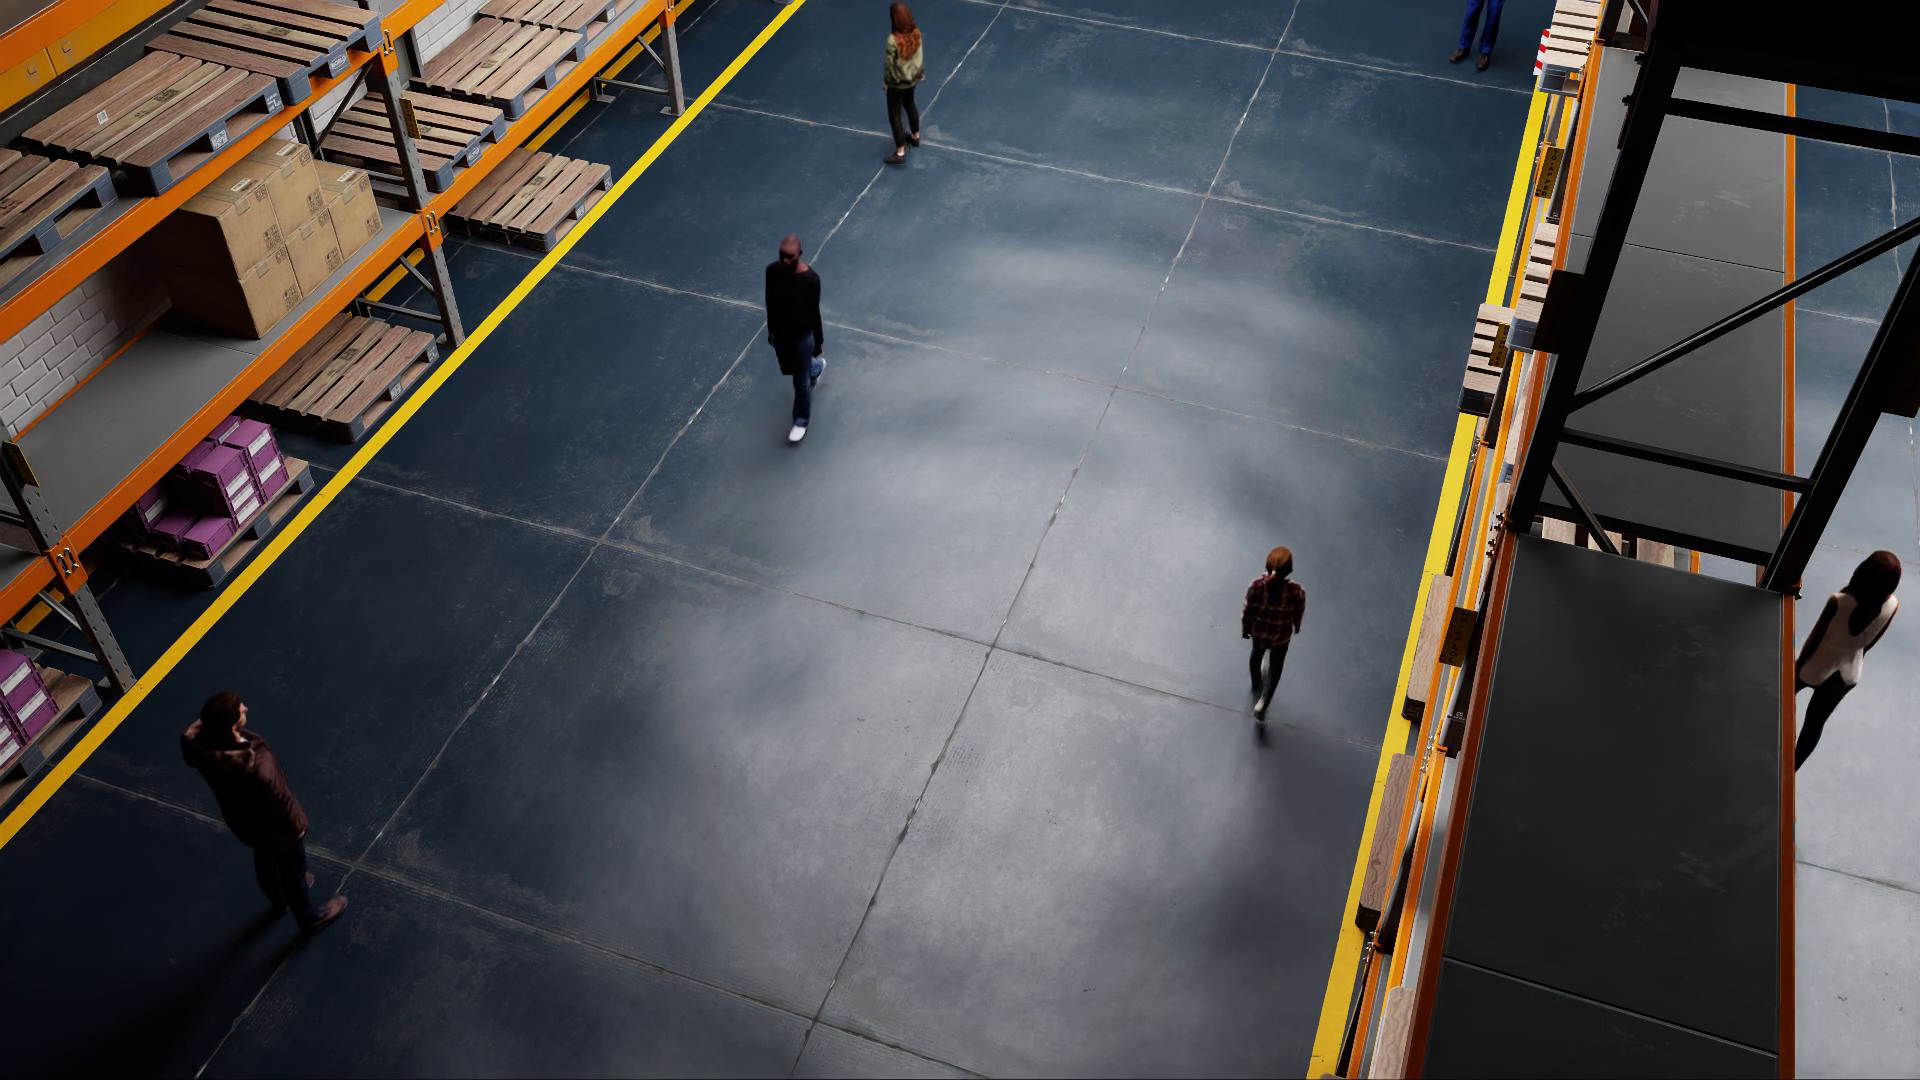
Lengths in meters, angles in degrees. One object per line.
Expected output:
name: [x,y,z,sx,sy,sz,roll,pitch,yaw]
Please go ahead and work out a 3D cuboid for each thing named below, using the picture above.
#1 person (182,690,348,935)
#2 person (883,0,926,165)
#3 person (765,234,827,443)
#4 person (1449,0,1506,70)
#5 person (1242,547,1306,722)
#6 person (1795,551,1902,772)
person: [-3.825,1.493,9.106,0.807,1.843,0.754,24,49,23]
person: [-0.516,-4.271,15.430,0.923,1.466,0.750,32,52,29]
person: [-1.200,-1.589,12.423,0.628,1.731,0.936,16,46,16]
person: [5.310,-5.642,16.565,0.731,1.886,0.701,23,48,23]
person: [1.948,0.592,10.452,0.523,1.291,0.798,12,45,13]
person: [5.174,0.832,9.853,0.711,1.771,0.761,4,44,4]
